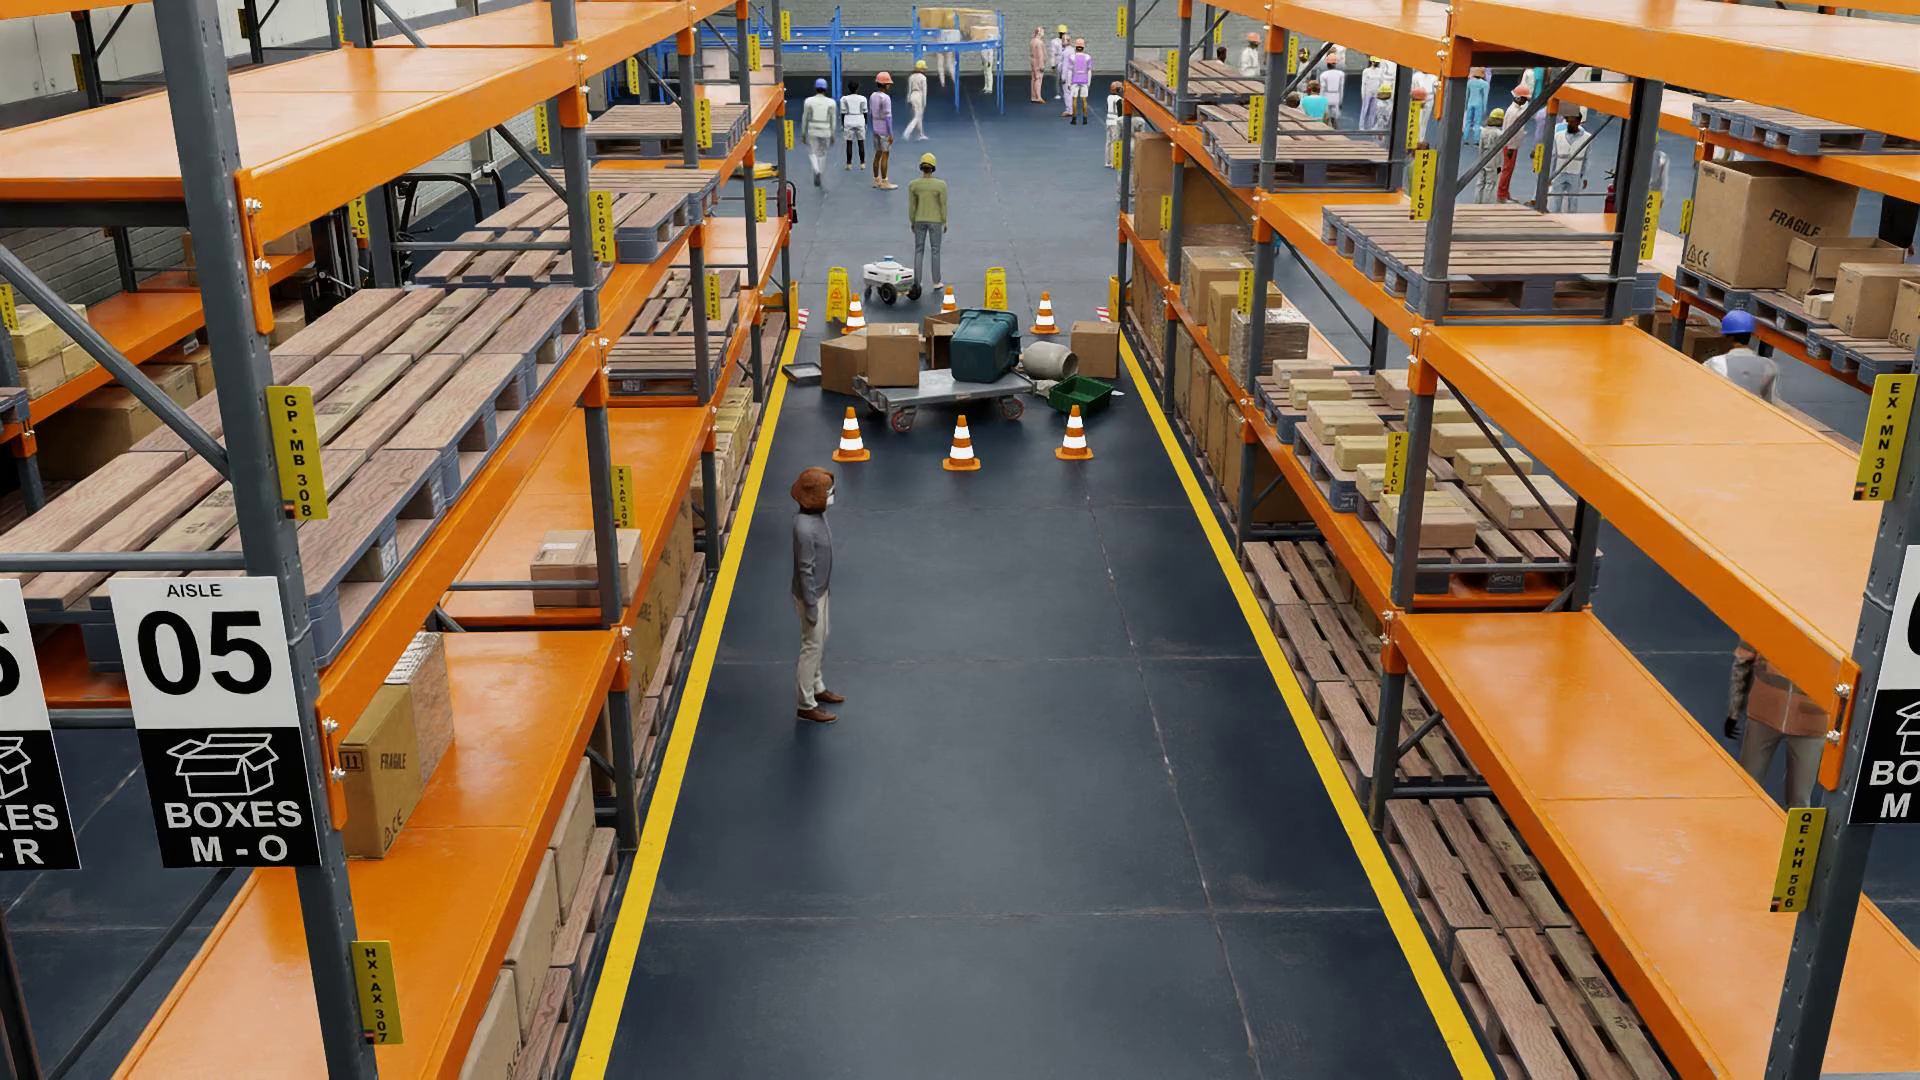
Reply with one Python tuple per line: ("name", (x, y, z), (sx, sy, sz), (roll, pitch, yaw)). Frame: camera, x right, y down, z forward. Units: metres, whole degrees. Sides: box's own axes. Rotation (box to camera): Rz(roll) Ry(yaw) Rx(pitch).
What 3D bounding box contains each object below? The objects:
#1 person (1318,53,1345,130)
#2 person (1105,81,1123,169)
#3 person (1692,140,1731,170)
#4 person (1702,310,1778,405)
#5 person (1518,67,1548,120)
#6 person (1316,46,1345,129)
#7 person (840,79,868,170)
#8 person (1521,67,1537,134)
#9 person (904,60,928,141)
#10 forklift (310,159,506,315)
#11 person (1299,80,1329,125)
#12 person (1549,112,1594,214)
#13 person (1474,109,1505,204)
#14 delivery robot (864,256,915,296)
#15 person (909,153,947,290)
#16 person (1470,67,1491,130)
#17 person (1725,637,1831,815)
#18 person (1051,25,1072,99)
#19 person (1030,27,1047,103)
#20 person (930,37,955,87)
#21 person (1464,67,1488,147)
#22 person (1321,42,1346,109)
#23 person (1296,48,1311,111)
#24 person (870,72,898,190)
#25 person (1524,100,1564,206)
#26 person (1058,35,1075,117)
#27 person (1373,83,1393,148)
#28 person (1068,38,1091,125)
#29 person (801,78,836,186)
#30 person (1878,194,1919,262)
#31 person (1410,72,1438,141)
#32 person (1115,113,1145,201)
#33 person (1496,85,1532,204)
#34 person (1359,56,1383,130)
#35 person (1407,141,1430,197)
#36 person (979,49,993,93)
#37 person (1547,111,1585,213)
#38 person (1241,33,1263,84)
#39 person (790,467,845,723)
("person", (7.731, -9.158, 34.709), (0.555, 1.927, 0.491), (-3, 21, -7))
("person", (2.977, -7.981, 32.004), (0.312, 1.642, 0.512), (-8, 22, -21))
("person", (12.272, -6.217, 27.179), (0.584, 1.774, 0.998), (11, 23, 27))
("person", (5.803, -0.820, 12.692), (0.659, 1.902, 0.906), (0, 21, -1))
("person", (13.633, -10.930, 39.561), (0.662, 1.827, 0.402), (11, 23, 26))
("person", (8.117, -9.845, 36.526), (0.627, 1.935, 0.371), (5, 21, 14))
("person", (-2.021, -7.927, 31.787), (0.535, 1.697, 0.318), (-3, 21, -9))
("person", (12.646, -9.911, 37.139), (0.334, 1.626, 0.523), (2, 21, 6))
("person", (-0.970, -9.453, 35.807), (0.742, 1.707, 0.518), (-18, 27, -39))
("forklift", (-5.622, -2.910, 17.832), (2.313, 2.155, 1.214), (-1, 21, -1))
("person", (6.393, -7.396, 30.177), (0.569, 1.840, 0.374), (-6, 21, -15))
("person", (9.177, -5.499, 25.063), (0.592, 1.915, 0.375), (13, 24, 31))
("person", (8.557, -6.058, 26.793), (0.310, 1.735, 0.484), (-9, 23, -23))
("delivery robot", (-0.905, -3.382, 21.230), (0.477, 0.478, 0.707), (-18, 27, -38))
("person", (-0.414, -4.165, 21.761), (0.517, 1.757, 0.341), (6, 22, 16))
("person", (11.787, -10.259, 37.664), (0.392, 1.908, 0.593), (-6, 22, -16))
("person", (4.088, 0.883, 8.197), (0.590, 1.913, 0.396), (14, 25, 33))
("person", (2.715, -12.525, 43.660), (0.618, 1.885, 0.943), (-7, 22, -19))
("person", (2.036, -12.260, 42.946), (0.408, 1.909, 0.638), (-7, 22, -17))
("person", (-0.513, -13.843, 47.055), (0.688, 1.959, 0.470), (-2, 21, -6))
("person", (10.868, -9.137, 35.071), (0.501, 1.632, 0.280), (18, 27, 40))
("person", (9.308, -11.744, 41.538), (0.631, 1.940, 0.370), (-3, 21, -9))
("person", (7.563, -9.920, 36.814), (0.325, 1.871, 0.522), (-6, 22, -15))
("person", (-1.353, -7.270, 29.566), (0.381, 2.041, 0.616), (-13, 24, -30))
("person", (9.802, -6.574, 27.880), (0.627, 1.934, 0.370), (-15, 25, -34))
("person", (2.560, -11.214, 40.193), (0.398, 1.901, 0.647), (4, 21, 12))
("person", (7.759, -7.506, 30.607), (0.294, 1.744, 0.486), (6, 22, 16))
("person", (2.757, -10.626, 38.583), (0.547, 1.938, 0.378), (-2, 21, -5))
("person", (-2.512, -7.266, 29.745), (0.623, 1.910, 0.690), (-3, 21, -7))
("person", (11.110, -3.522, 19.727), (0.610, 1.996, 0.379), (-11, 23, -27))
("person", (9.645, -9.026, 34.491), (0.600, 1.831, 0.979), (2, 21, 6))
("person", (2.893, -6.666, 28.409), (0.490, 1.731, 0.323), (1, 21, 4))
("person", (9.321, -6.651, 28.018), (0.412, 1.984, 0.623), (10, 23, 24))
("person", (9.111, -9.860, 36.809), (0.524, 1.760, 0.332), (-8, 22, -20))
("person", (6.538, -4.874, 23.799), (0.286, 1.636, 0.499), (14, 25, 33))
("person", (0.723, -13.097, 45.369), (0.333, 1.753, 0.562), (-6, 21, -14))
("person", (9.527, -5.864, 26.132), (0.429, 1.840, 0.636), (-15, 25, -35))
("person", (6.963, -10.933, 39.291), (0.944, 2.000, 0.623), (10, 23, 25))
("person", (-0.879, 0.325, 10.078), (0.283, 1.624, 0.509), (1, 21, 4))
